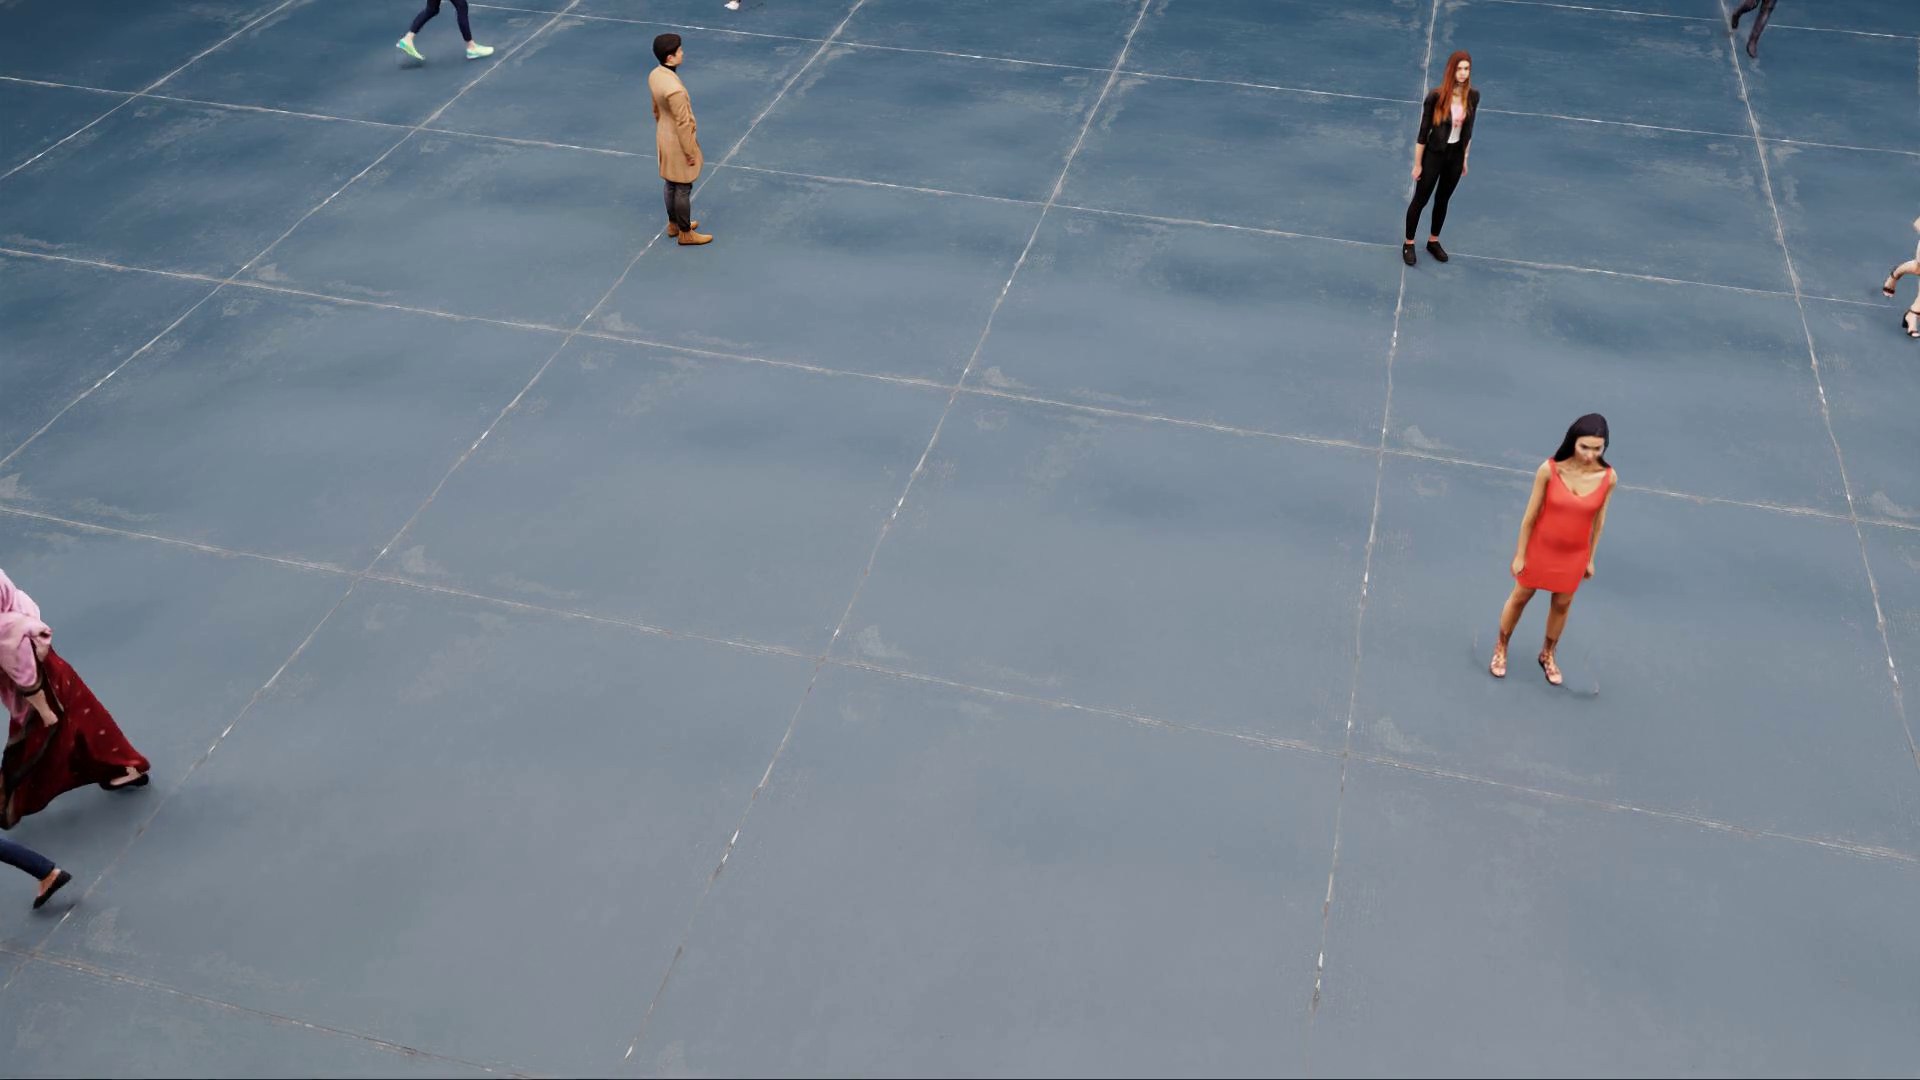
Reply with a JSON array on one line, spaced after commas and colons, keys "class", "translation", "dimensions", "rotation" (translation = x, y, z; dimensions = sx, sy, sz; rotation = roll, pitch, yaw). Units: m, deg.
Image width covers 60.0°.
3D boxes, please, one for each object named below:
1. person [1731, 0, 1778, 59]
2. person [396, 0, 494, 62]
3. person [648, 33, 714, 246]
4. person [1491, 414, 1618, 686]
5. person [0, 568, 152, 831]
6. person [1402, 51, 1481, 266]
[{"class": "person", "translation": [7.977, -5.619, 16.462], "dimensions": [0.701, 1.572, 0.886], "rotation": [1, 38, 2]}, {"class": "person", "translation": [-5.161, -5.450, 16.167], "dimensions": [1.125, 1.671, 1.140], "rotation": [-15, 41, -19]}, {"class": "person", "translation": [-2.269, -3.189, 13.231], "dimensions": [0.821, 1.727, 0.767], "rotation": [-21, 43, -25]}, {"class": "person", "translation": [3.270, 0.049, 9.097], "dimensions": [0.626, 1.721, 0.586], "rotation": [4, 38, 5]}, {"class": "person", "translation": [-4.527, 0.731, 8.330], "dimensions": [1.000, 1.592, 1.059], "rotation": [-9, 39, -12]}, {"class": "person", "translation": [3.761, -2.998, 12.999], "dimensions": [0.670, 1.713, 0.659], "rotation": [-6, 38, -8]}]
